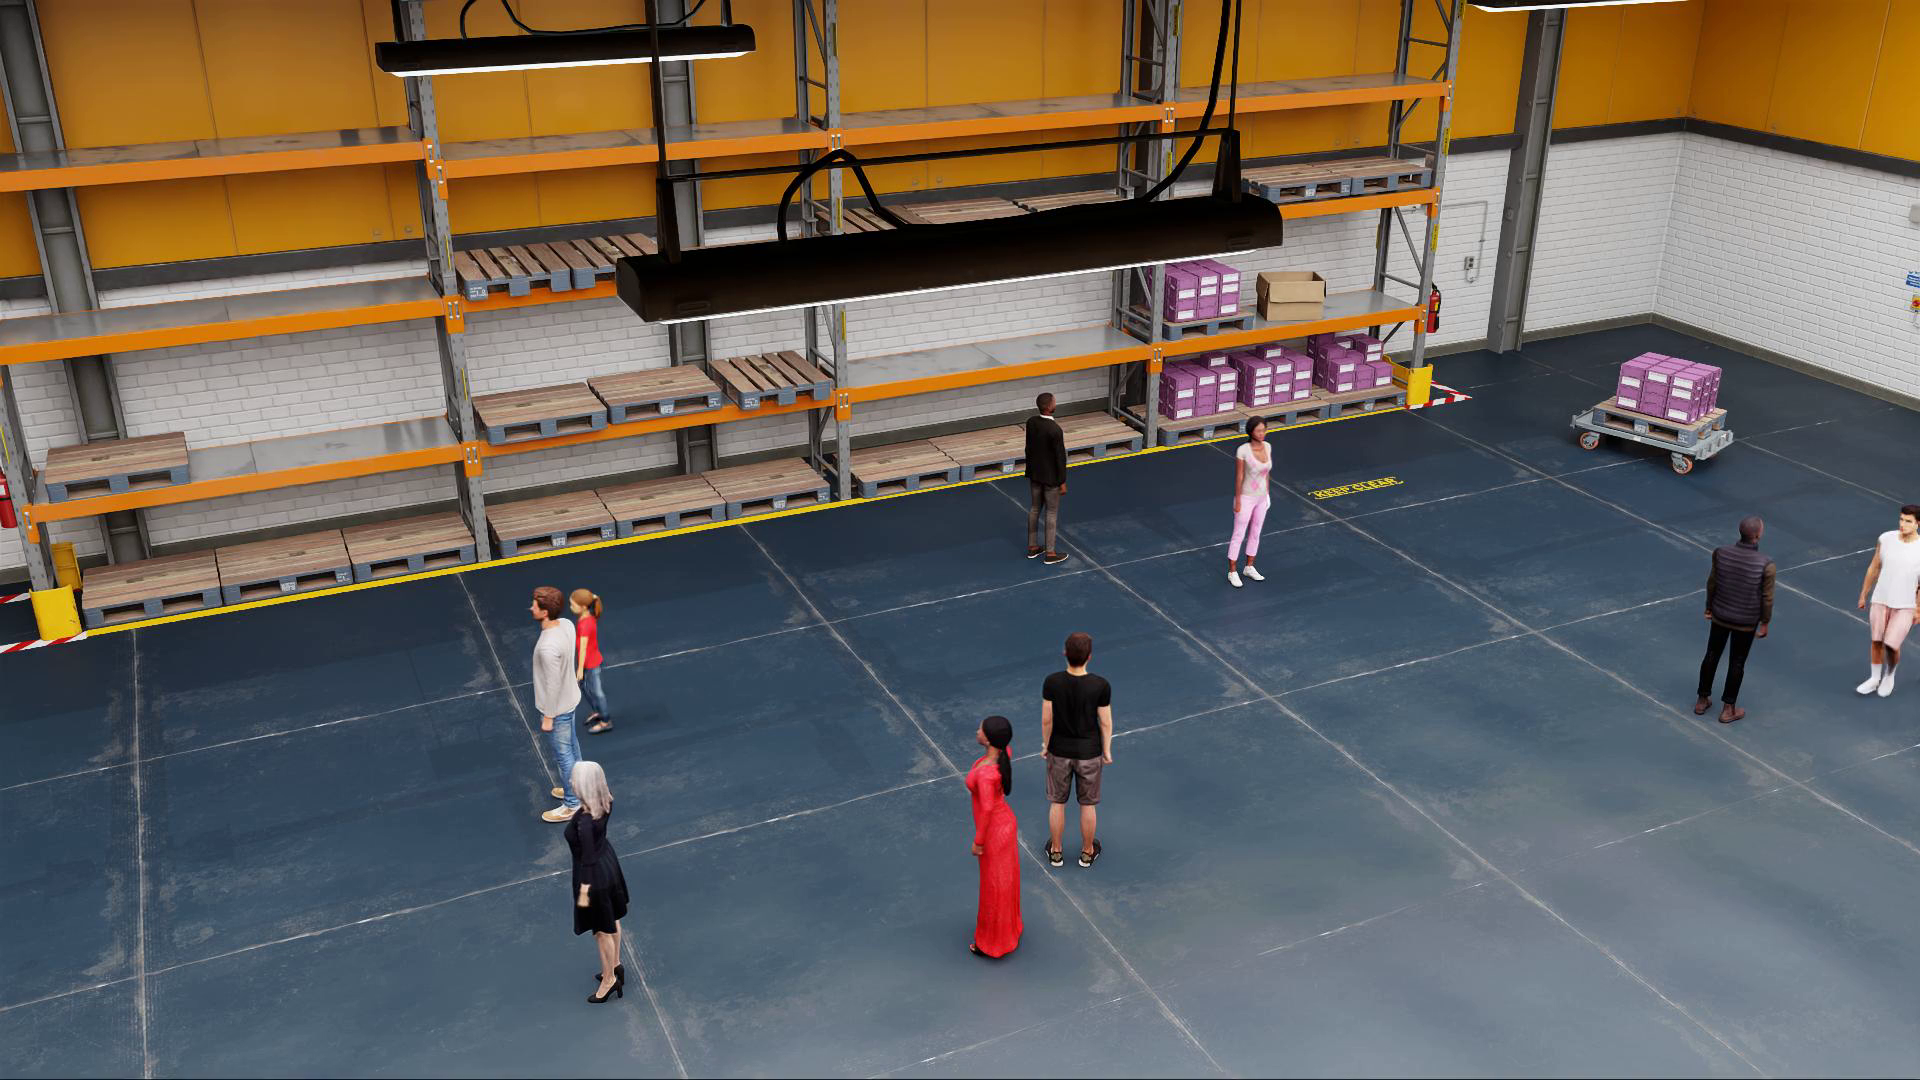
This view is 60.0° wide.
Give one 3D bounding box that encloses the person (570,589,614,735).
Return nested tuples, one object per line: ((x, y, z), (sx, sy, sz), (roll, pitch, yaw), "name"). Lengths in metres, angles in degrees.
((-2.995, 0.999, 13.778), (0.540, 1.300, 0.515), (-7, 25, -16), "person")

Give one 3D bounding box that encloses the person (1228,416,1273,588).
((2.879, -0.399, 16.427), (0.467, 1.741, 0.657), (-13, 27, -27), "person")

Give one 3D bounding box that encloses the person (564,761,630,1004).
((-2.314, 2.157, 10.572), (0.707, 1.747, 0.689), (1, 24, 2), "person")

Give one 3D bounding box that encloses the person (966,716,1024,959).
((0.231, 1.948, 11.005), (0.781, 1.783, 0.729), (7, 25, 15), "person")

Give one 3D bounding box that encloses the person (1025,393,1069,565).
((0.868, -0.639, 16.902), (0.680, 1.800, 0.723), (-21, 31, -40), "person")

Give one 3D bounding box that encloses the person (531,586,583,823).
((-3.016, 1.217, 12.524), (0.733, 1.906, 0.742), (0, 24, 0), "person")

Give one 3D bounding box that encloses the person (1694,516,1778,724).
((6.476, 0.649, 13.911), (0.693, 1.836, 0.758), (-21, 31, -39), "person")

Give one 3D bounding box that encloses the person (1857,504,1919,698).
((8.095, 0.509, 14.306), (0.707, 1.776, 0.713), (-16, 28, -32), "person")

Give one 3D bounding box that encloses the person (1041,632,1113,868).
((0.818, 1.505, 11.920), (0.711, 1.862, 0.823), (3, 24, 6), "person")
